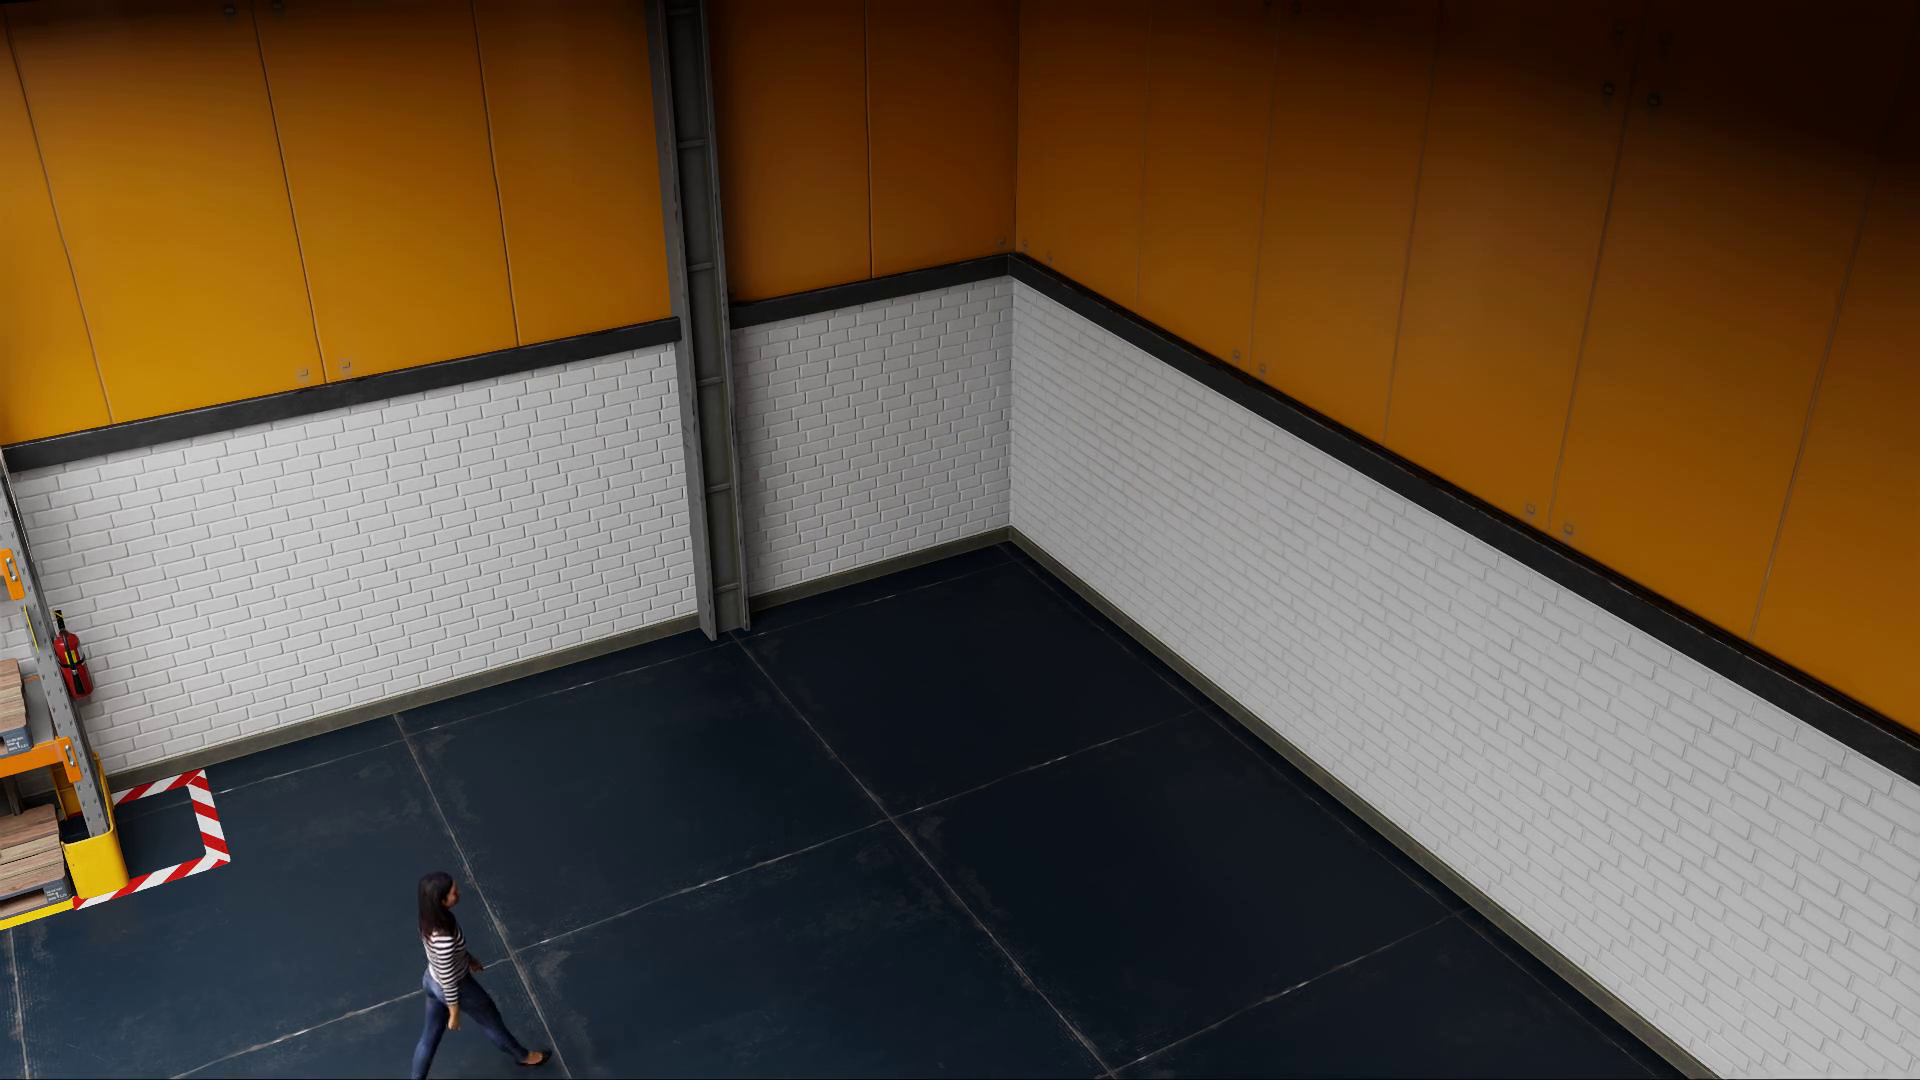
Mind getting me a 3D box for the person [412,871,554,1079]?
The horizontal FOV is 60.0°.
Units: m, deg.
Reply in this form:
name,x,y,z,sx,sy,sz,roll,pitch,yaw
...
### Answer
name,x,y,z,sx,sy,sz,roll,pitch,yaw
person,-3.143,2.763,9.997,1.157,1.734,0.651,-18,34,-30
